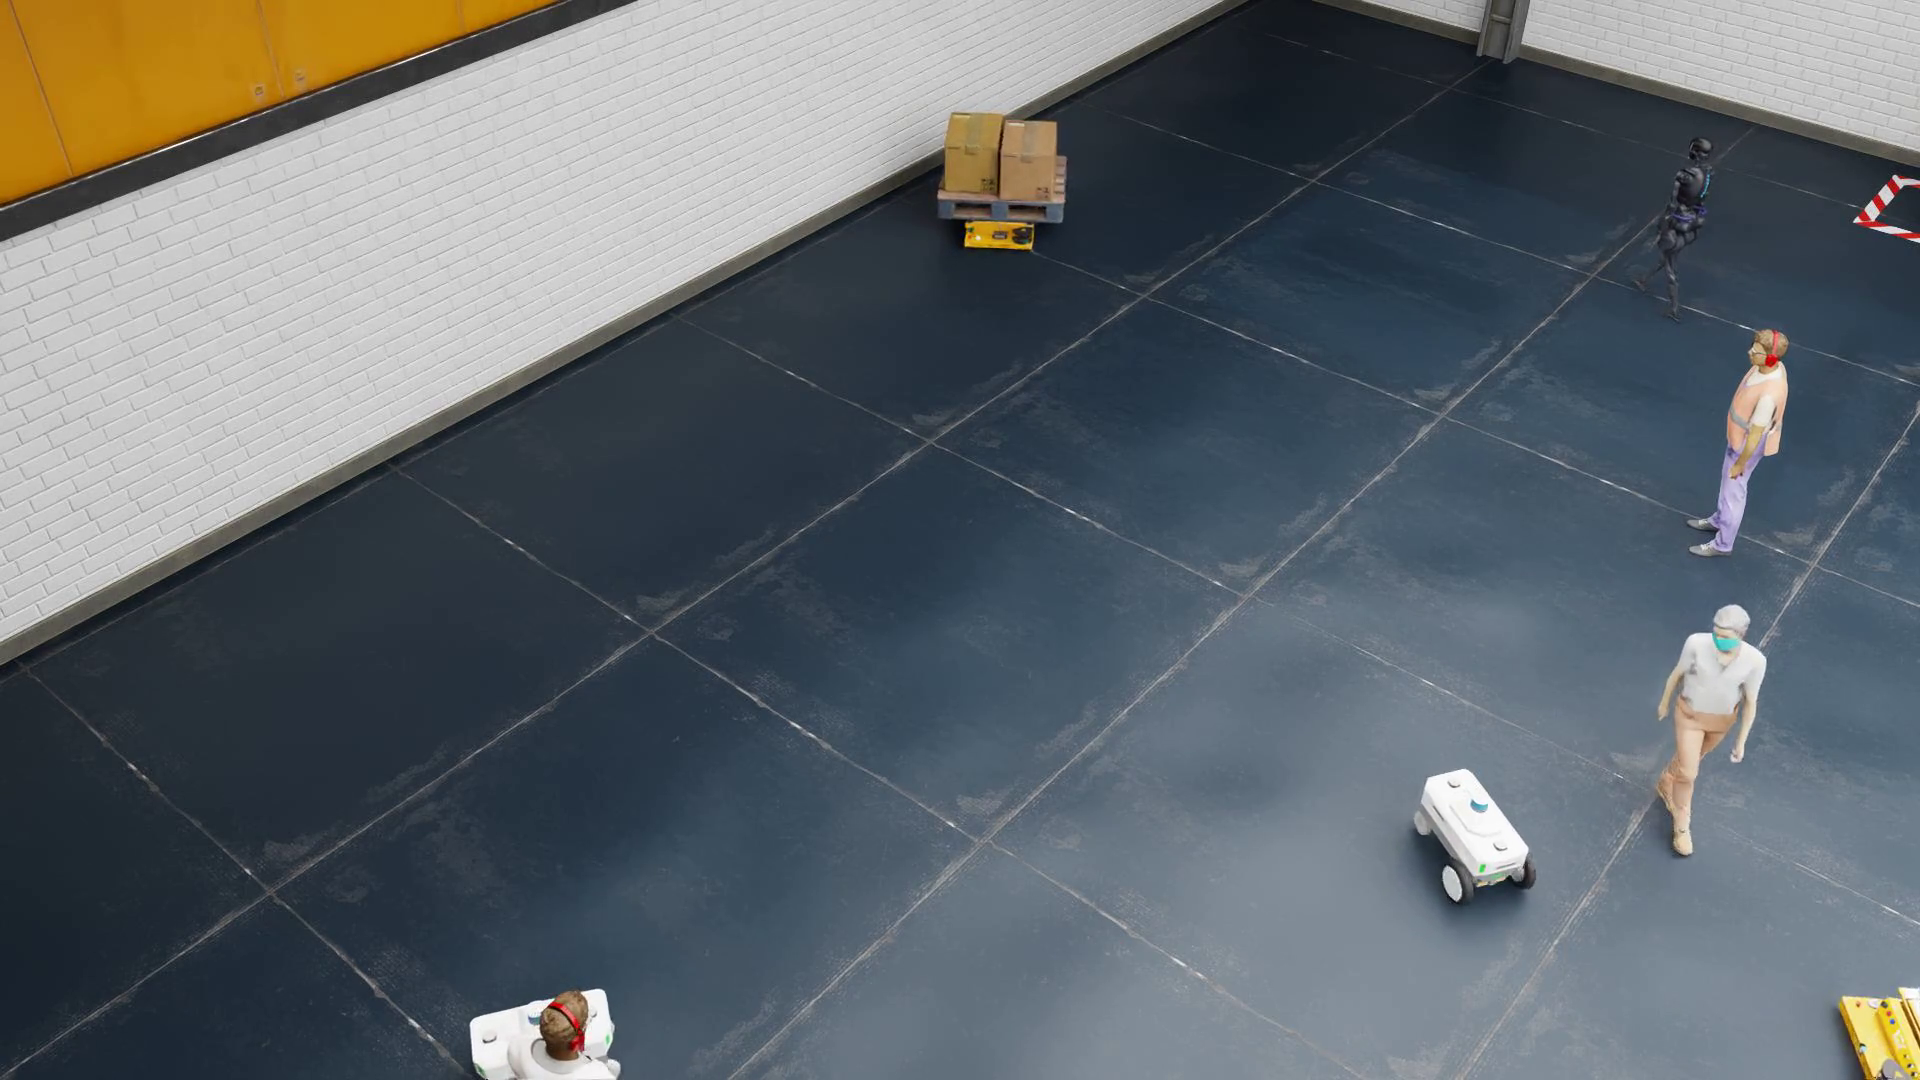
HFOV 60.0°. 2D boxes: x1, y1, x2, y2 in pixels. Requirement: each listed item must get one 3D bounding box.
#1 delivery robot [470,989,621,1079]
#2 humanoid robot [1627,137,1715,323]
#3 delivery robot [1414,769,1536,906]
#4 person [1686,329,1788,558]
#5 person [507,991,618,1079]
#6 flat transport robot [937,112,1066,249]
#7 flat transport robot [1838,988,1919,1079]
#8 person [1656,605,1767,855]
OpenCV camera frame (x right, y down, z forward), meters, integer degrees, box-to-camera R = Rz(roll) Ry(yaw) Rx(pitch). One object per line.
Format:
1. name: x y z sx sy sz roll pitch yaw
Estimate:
1. delivery robot: -2.208 2.657 8.766 0.795 0.602 0.499 -10 40 -13
2. humanoid robot: 6.276 -2.774 14.634 0.615 1.629 0.758 -23 44 -26
3. delivery robot: 3.052 1.759 9.890 0.499 0.614 0.815 -11 40 -13
4. person: 5.629 -0.690 11.898 0.388 1.836 0.559 11 40 13
5. person: -1.742 2.735 7.647 0.568 1.832 0.402 16 42 19
6. flat transport robot: 0.420 -3.279 16.356 0.659 0.231 1.431 3 39 3
7. flat transport robot: 5.548 2.752 8.871 1.431 0.231 0.659 3 39 4
8. person: 4.386 1.087 9.791 0.437 1.709 0.643 5 39 6
